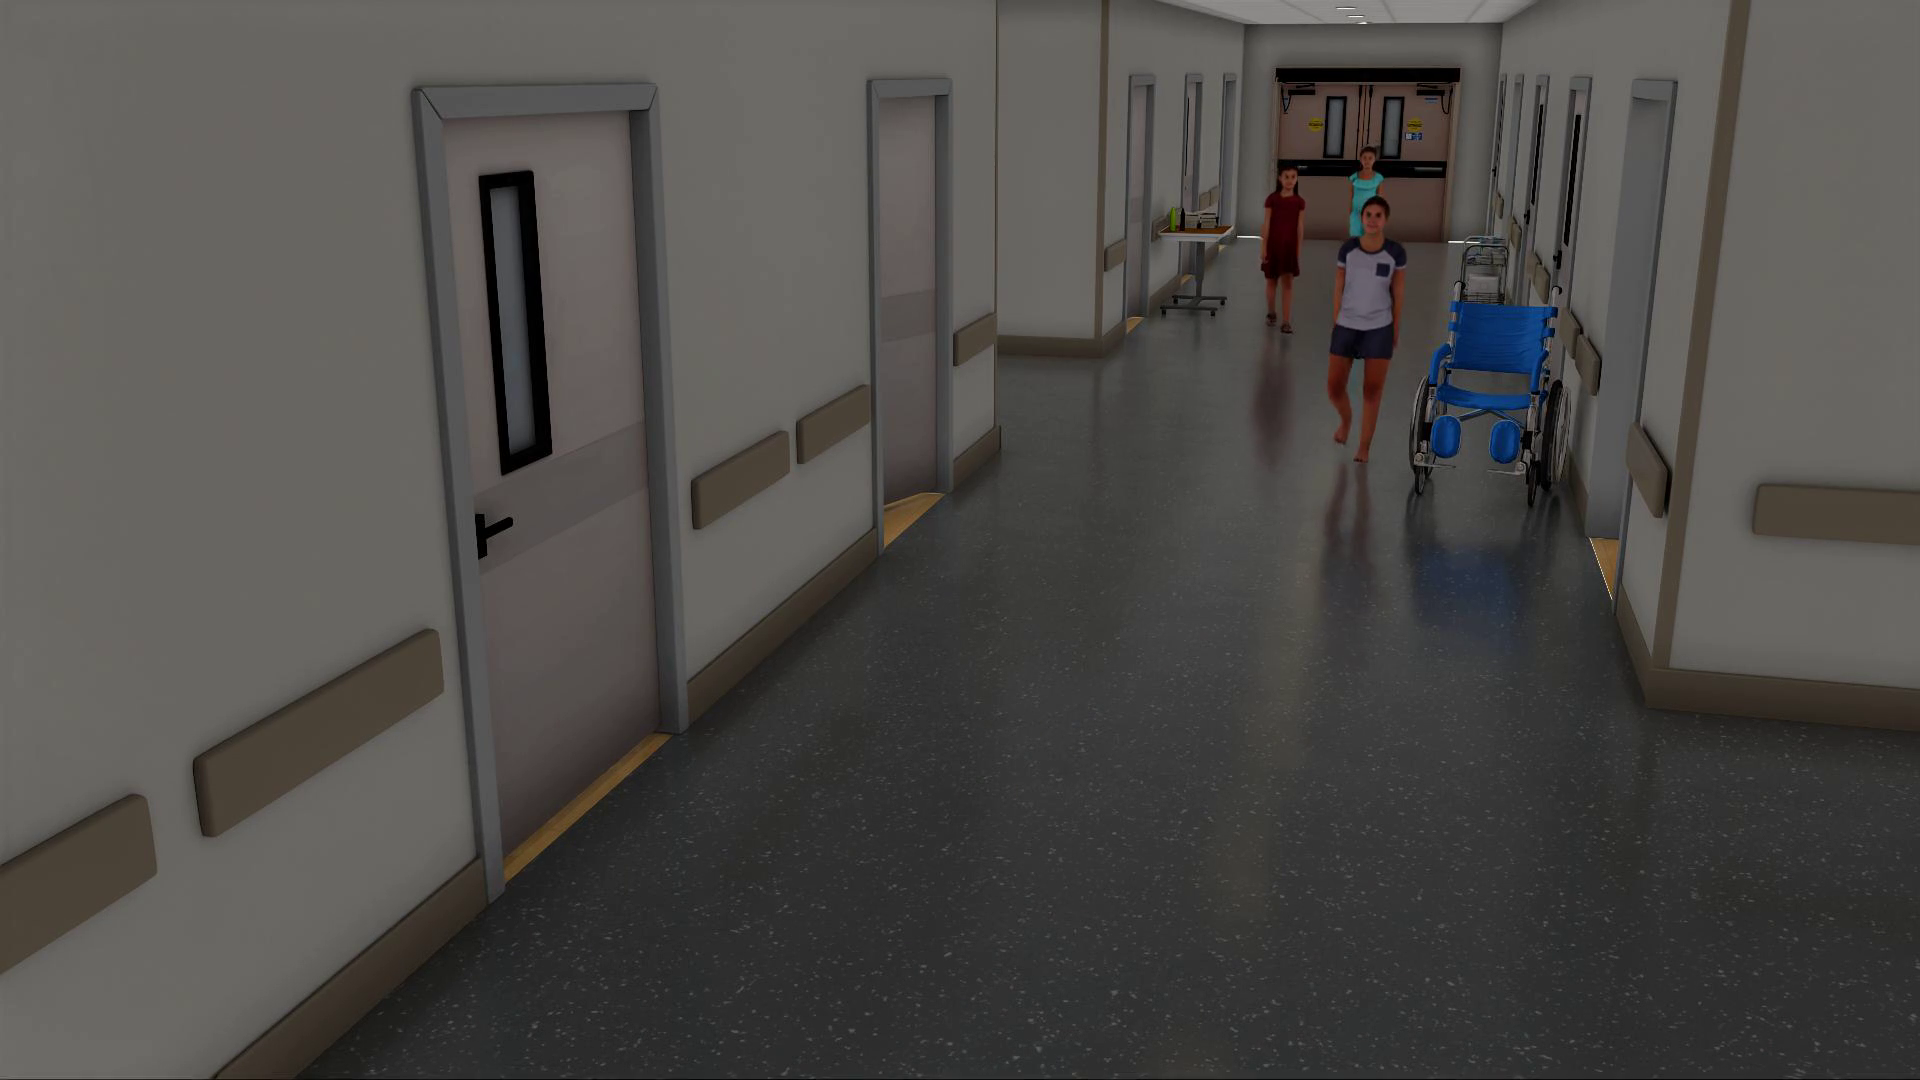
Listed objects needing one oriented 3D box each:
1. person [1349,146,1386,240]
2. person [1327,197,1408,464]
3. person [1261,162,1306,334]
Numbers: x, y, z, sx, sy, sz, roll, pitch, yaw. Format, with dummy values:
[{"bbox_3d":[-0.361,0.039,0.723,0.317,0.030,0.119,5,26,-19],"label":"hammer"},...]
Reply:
[{"bbox_3d":[4.516,-3.572,18.505,0.606,1.516,1.088,6,17,19],"label":"person"},{"bbox_3d":[2.492,-1.295,10.248,0.591,1.615,0.721,5,17,19],"label":"person"},{"bbox_3d":[2.953,-2.688,15.358,0.599,1.522,1.085,2,16,9],"label":"person"}]
